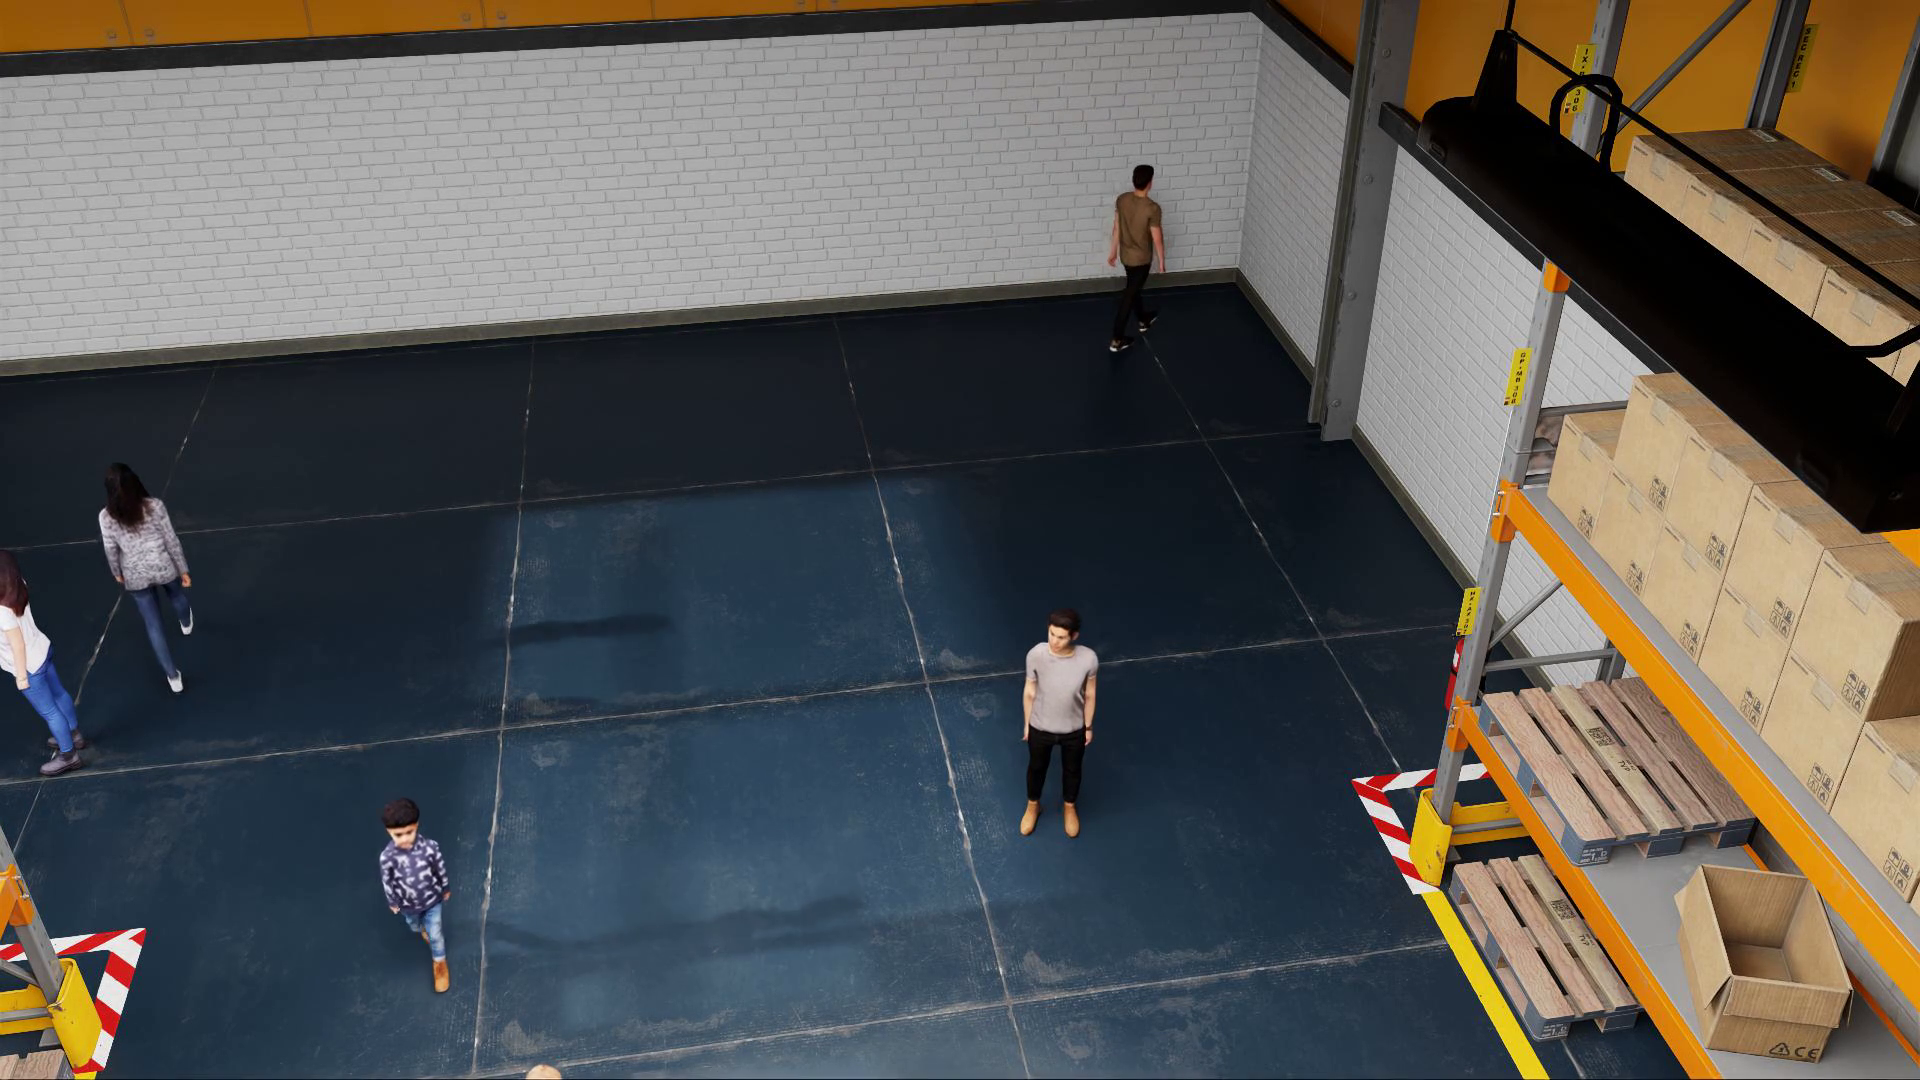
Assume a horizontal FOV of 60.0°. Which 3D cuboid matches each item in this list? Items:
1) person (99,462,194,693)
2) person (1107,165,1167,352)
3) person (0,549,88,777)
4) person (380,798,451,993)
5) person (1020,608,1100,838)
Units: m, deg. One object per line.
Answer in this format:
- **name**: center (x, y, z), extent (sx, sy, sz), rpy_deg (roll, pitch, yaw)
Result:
- **person**: center (-5.634, 0.294, 11.590), extent (0.861, 1.685, 1.207), rpy_deg (-15, 36, -21)
- **person**: center (1.614, -2.666, 15.919), extent (1.101, 1.823, 1.125), rpy_deg (-28, 42, -35)
- **person**: center (-6.047, 0.793, 10.841), extent (0.676, 1.683, 0.475), rpy_deg (-8, 34, -12)
- **person**: center (-3.091, 1.967, 9.478), extent (0.551, 1.237, 0.815), rpy_deg (-10, 35, -14)
- **person**: center (0.614, 1.116, 10.325), extent (0.662, 1.717, 0.629), rpy_deg (4, 34, 6)
